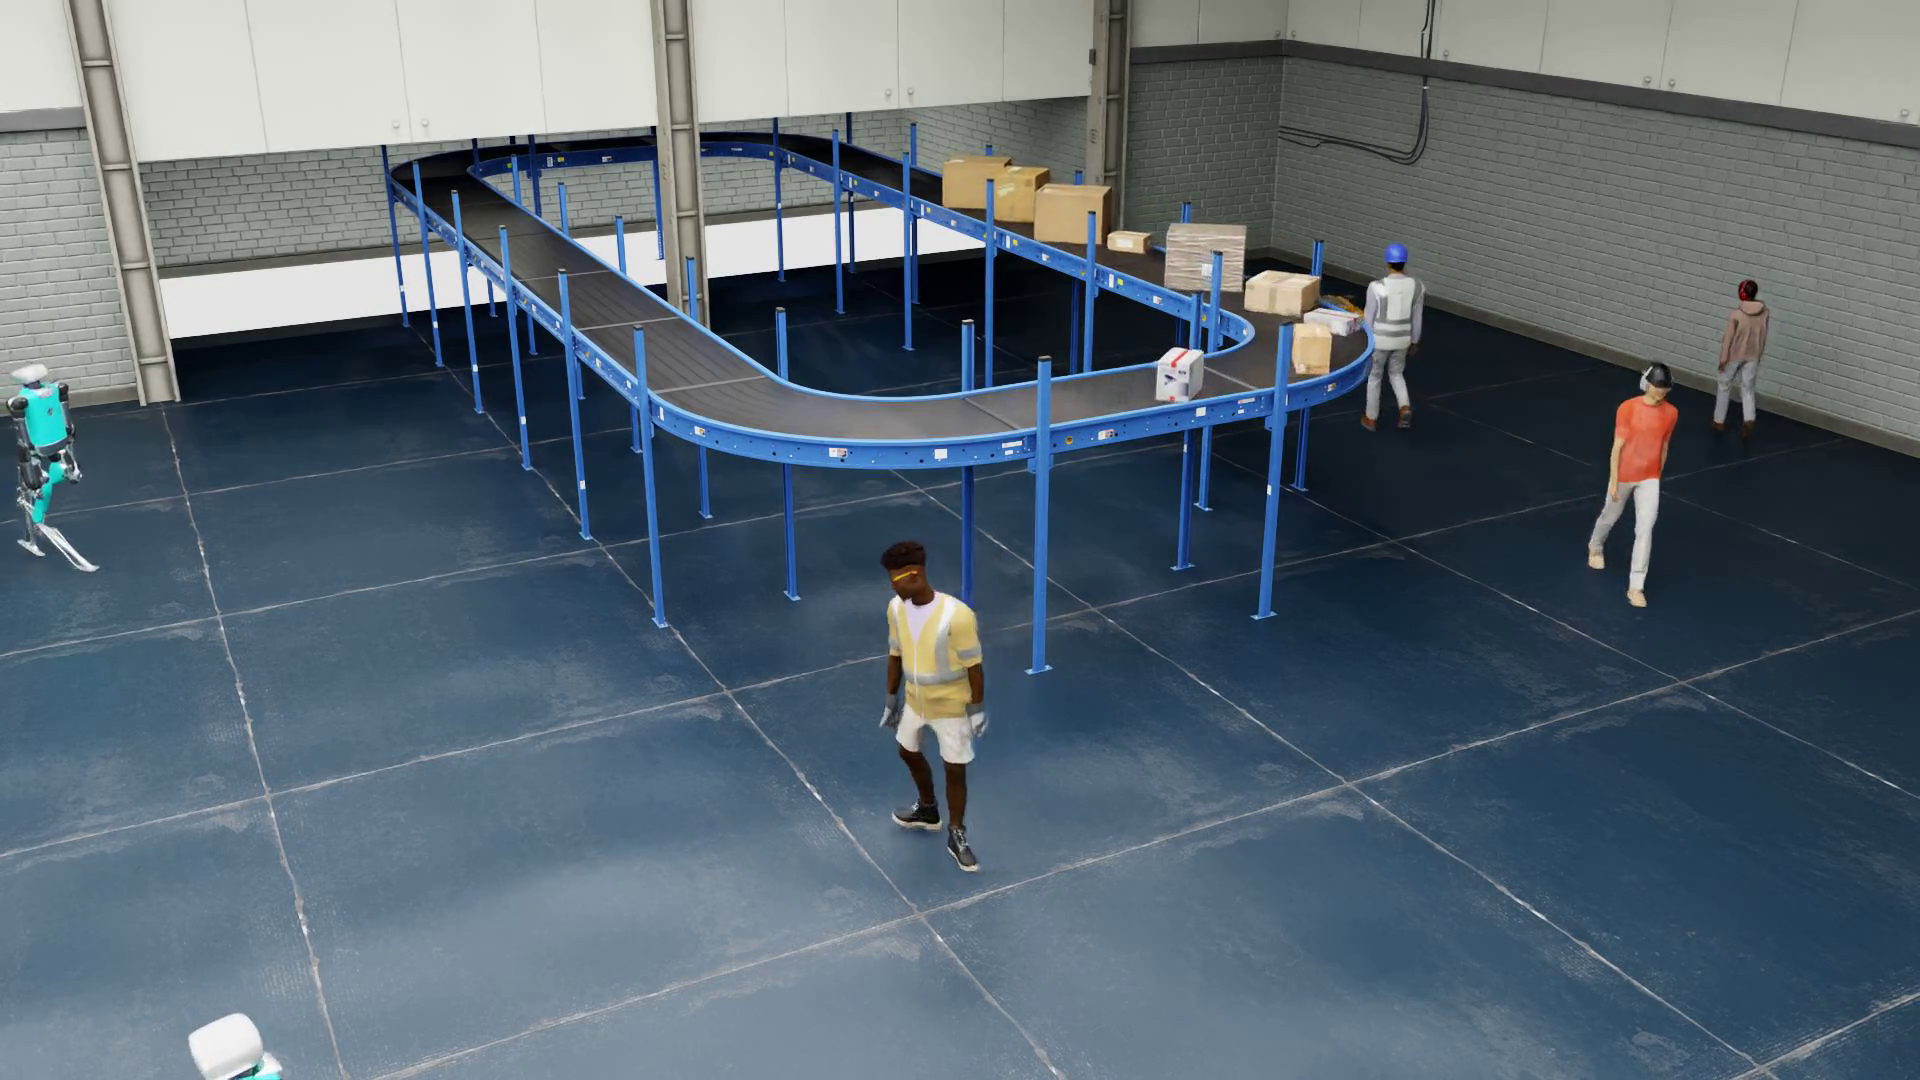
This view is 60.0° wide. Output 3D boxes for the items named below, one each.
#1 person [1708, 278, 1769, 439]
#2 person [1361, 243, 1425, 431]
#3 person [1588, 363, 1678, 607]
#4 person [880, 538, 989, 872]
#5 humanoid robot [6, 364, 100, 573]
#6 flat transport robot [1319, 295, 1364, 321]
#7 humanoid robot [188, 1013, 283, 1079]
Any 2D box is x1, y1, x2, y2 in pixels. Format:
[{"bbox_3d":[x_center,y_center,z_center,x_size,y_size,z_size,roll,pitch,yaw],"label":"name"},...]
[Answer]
[{"bbox_3d":[7.770,-1.804,16.528,0.477,1.614,0.692,1,22,2],"label":"person"},{"bbox_3d":[4.311,-1.983,16.574,0.614,1.930,0.606,-4,22,-9],"label":"person"},{"bbox_3d":[5.282,-0.510,13.008,0.476,1.876,0.976,2,22,6],"label":"person"},{"bbox_3d":[-0.129,0.925,9.395,0.732,1.923,0.369,16,27,34],"label":"person"},{"bbox_3d":[-7.502,-0.572,13.400,1.035,1.777,0.537,7,23,18],"label":"humanoid robot"},{"bbox_3d":[4.382,-2.910,21.068,1.431,0.231,0.659,-3,22,-7],"label":"flat transport robot"},{"bbox_3d":[-2.622,2.536,5.691,0.798,1.799,0.531,-20,30,-41],"label":"humanoid robot"}]
